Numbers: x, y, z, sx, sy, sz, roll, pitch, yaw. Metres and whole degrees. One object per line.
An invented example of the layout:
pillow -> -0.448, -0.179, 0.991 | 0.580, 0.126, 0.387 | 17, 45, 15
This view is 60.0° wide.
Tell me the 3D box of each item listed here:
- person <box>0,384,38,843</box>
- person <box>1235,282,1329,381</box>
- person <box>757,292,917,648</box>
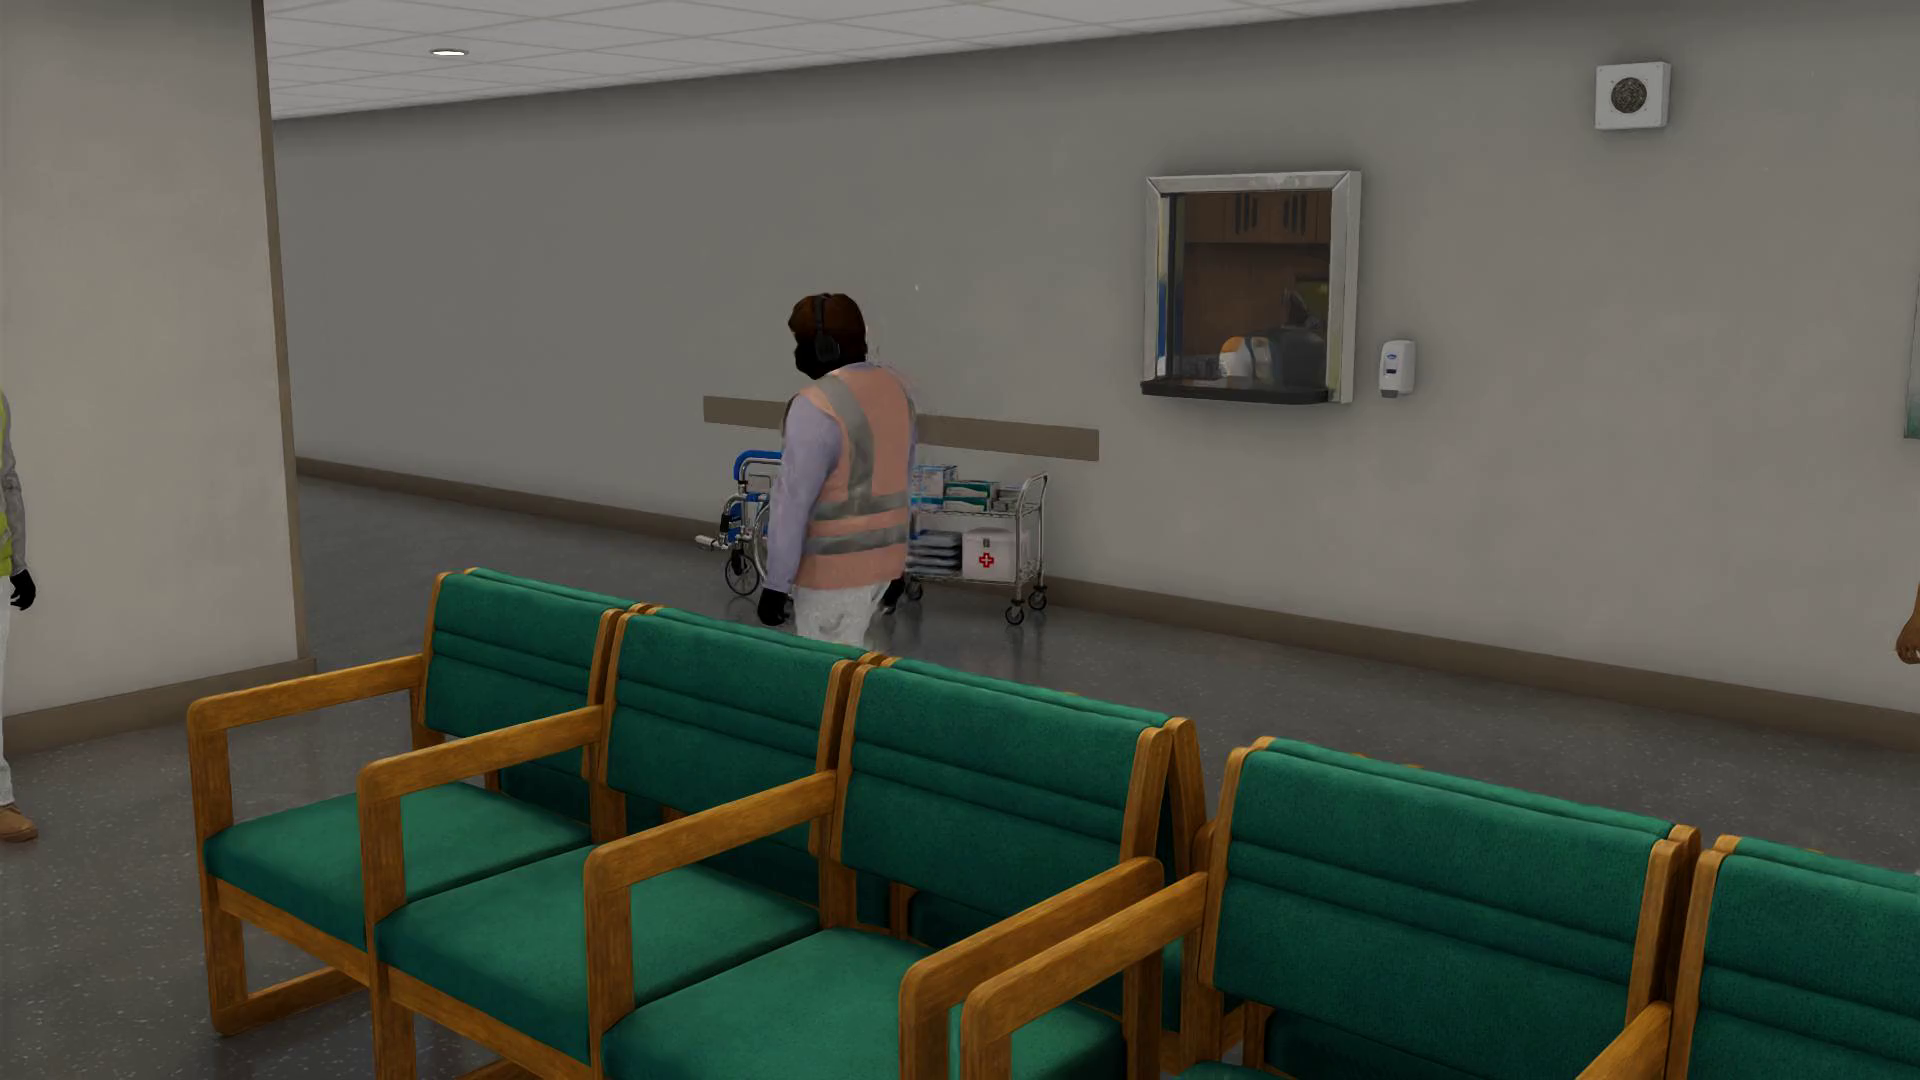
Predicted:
person -> -3.291, 0.115, 5.329 | 0.429, 1.842, 0.635 | 7, 12, 34
person -> 1.769, -0.502, 9.043 | 0.634, 1.781, 0.411 | 0, 10, -1
person -> -0.398, 0.100, 5.493 | 0.444, 1.818, 0.625 | 4, 11, 23
